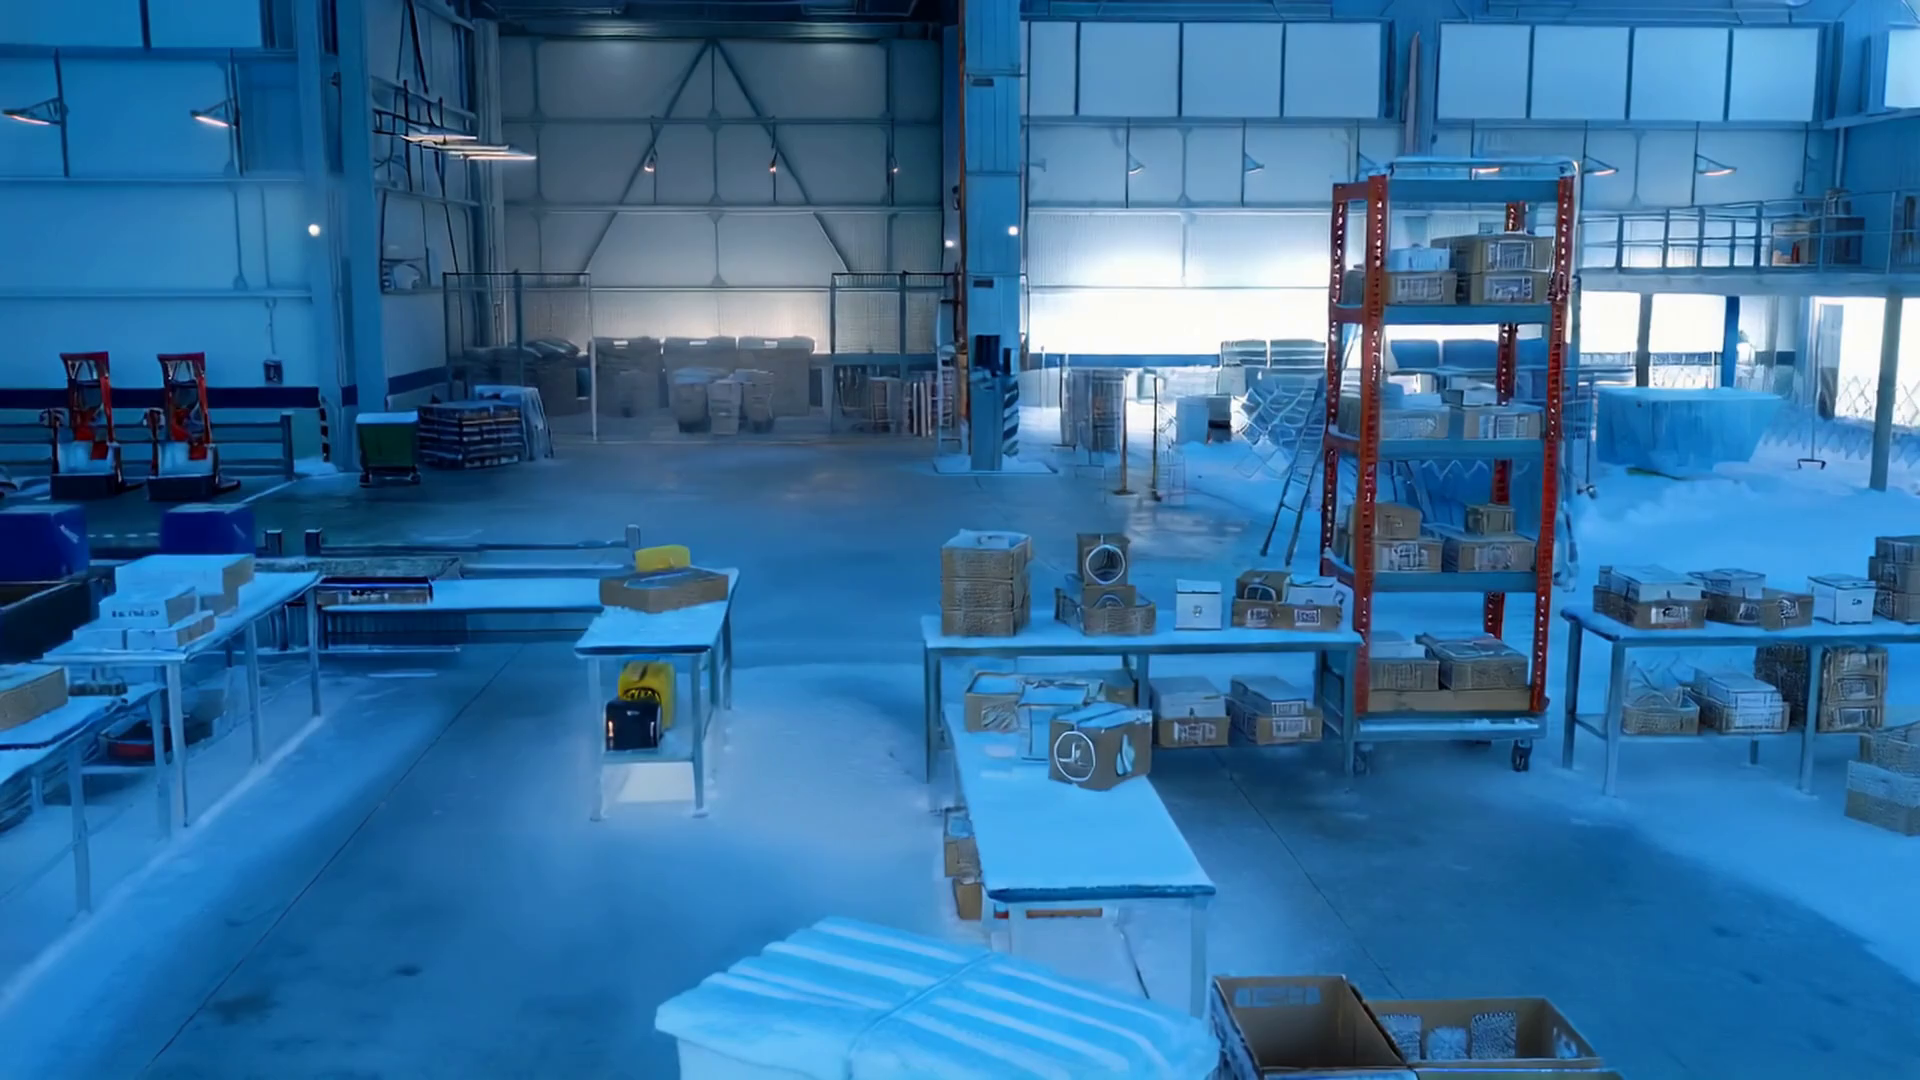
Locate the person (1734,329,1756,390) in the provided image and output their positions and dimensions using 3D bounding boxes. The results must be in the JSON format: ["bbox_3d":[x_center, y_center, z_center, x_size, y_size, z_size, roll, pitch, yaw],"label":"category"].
[{"bbox_3d":[16.668,-3.553,35.523,0.577,1.882,0.361,0,9,0],"label":"person"}]

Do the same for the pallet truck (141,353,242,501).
[{"bbox_3d":[-10.520,-1.604,22.925,0.823,1.965,1.885,-1,9,-6],"label":"pallet truck"}]

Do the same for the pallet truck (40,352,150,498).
[{"bbox_3d":[-11.907,-1.642,23.165,0.823,1.965,1.885,0,9,0],"label":"pallet truck"}]

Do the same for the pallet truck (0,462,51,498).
[{"bbox_3d":[-13.193,-1.293,23.148,0.653,1.274,1.630,-1,9,-4],"label":"pallet truck"}]
